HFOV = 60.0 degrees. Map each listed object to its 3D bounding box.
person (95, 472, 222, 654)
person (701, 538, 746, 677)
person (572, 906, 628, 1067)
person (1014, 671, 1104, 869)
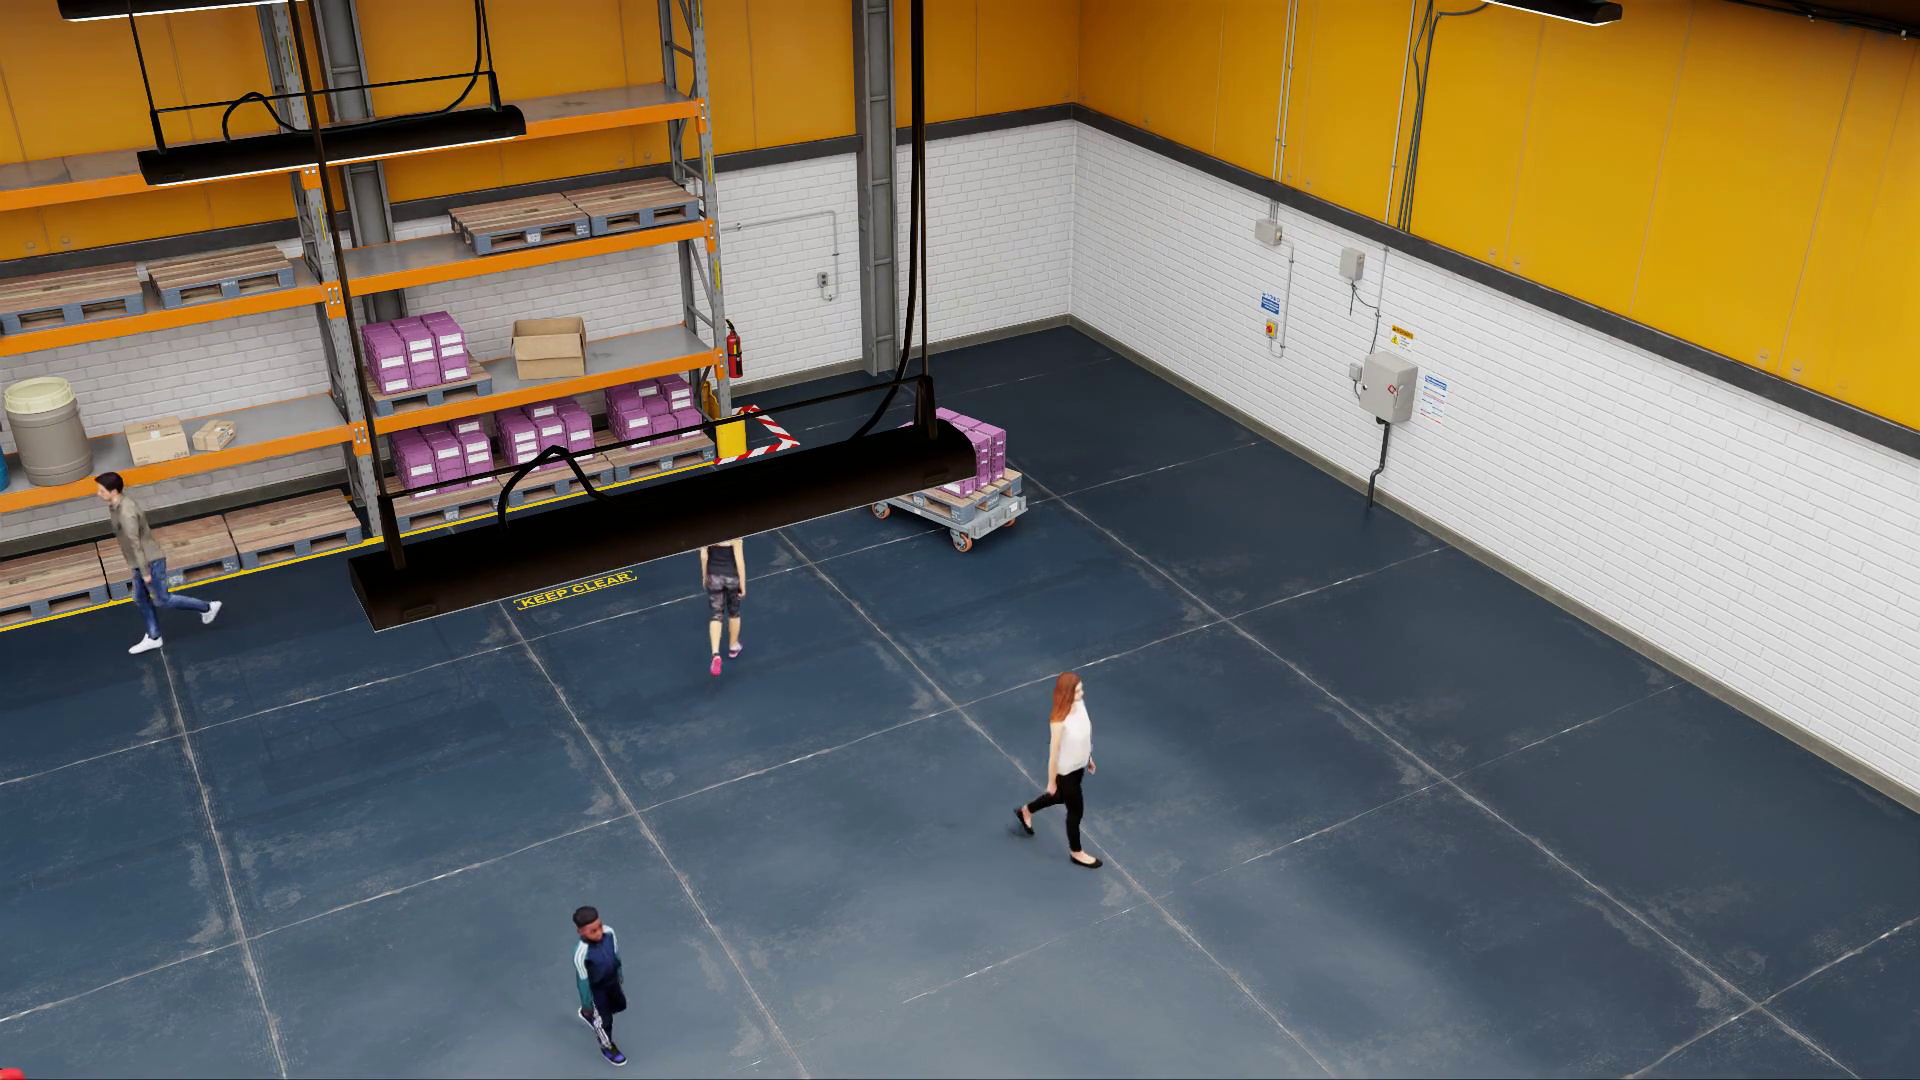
[{"bbox_3d":[-7.370,0.166,15.286,1.123,1.821,0.781,-19,34,-31],"label":"person"},{"bbox_3d":[-2.148,0.423,14.939,1.007,1.703,0.988,3,29,6],"label":"person"},{"bbox_3d":[-2.399,2.877,10.917,0.733,1.245,0.720,17,33,28],"label":"person"},{"bbox_3d":[0.743,1.699,12.600,0.986,1.701,1.046,15,32,25],"label":"person"}]
